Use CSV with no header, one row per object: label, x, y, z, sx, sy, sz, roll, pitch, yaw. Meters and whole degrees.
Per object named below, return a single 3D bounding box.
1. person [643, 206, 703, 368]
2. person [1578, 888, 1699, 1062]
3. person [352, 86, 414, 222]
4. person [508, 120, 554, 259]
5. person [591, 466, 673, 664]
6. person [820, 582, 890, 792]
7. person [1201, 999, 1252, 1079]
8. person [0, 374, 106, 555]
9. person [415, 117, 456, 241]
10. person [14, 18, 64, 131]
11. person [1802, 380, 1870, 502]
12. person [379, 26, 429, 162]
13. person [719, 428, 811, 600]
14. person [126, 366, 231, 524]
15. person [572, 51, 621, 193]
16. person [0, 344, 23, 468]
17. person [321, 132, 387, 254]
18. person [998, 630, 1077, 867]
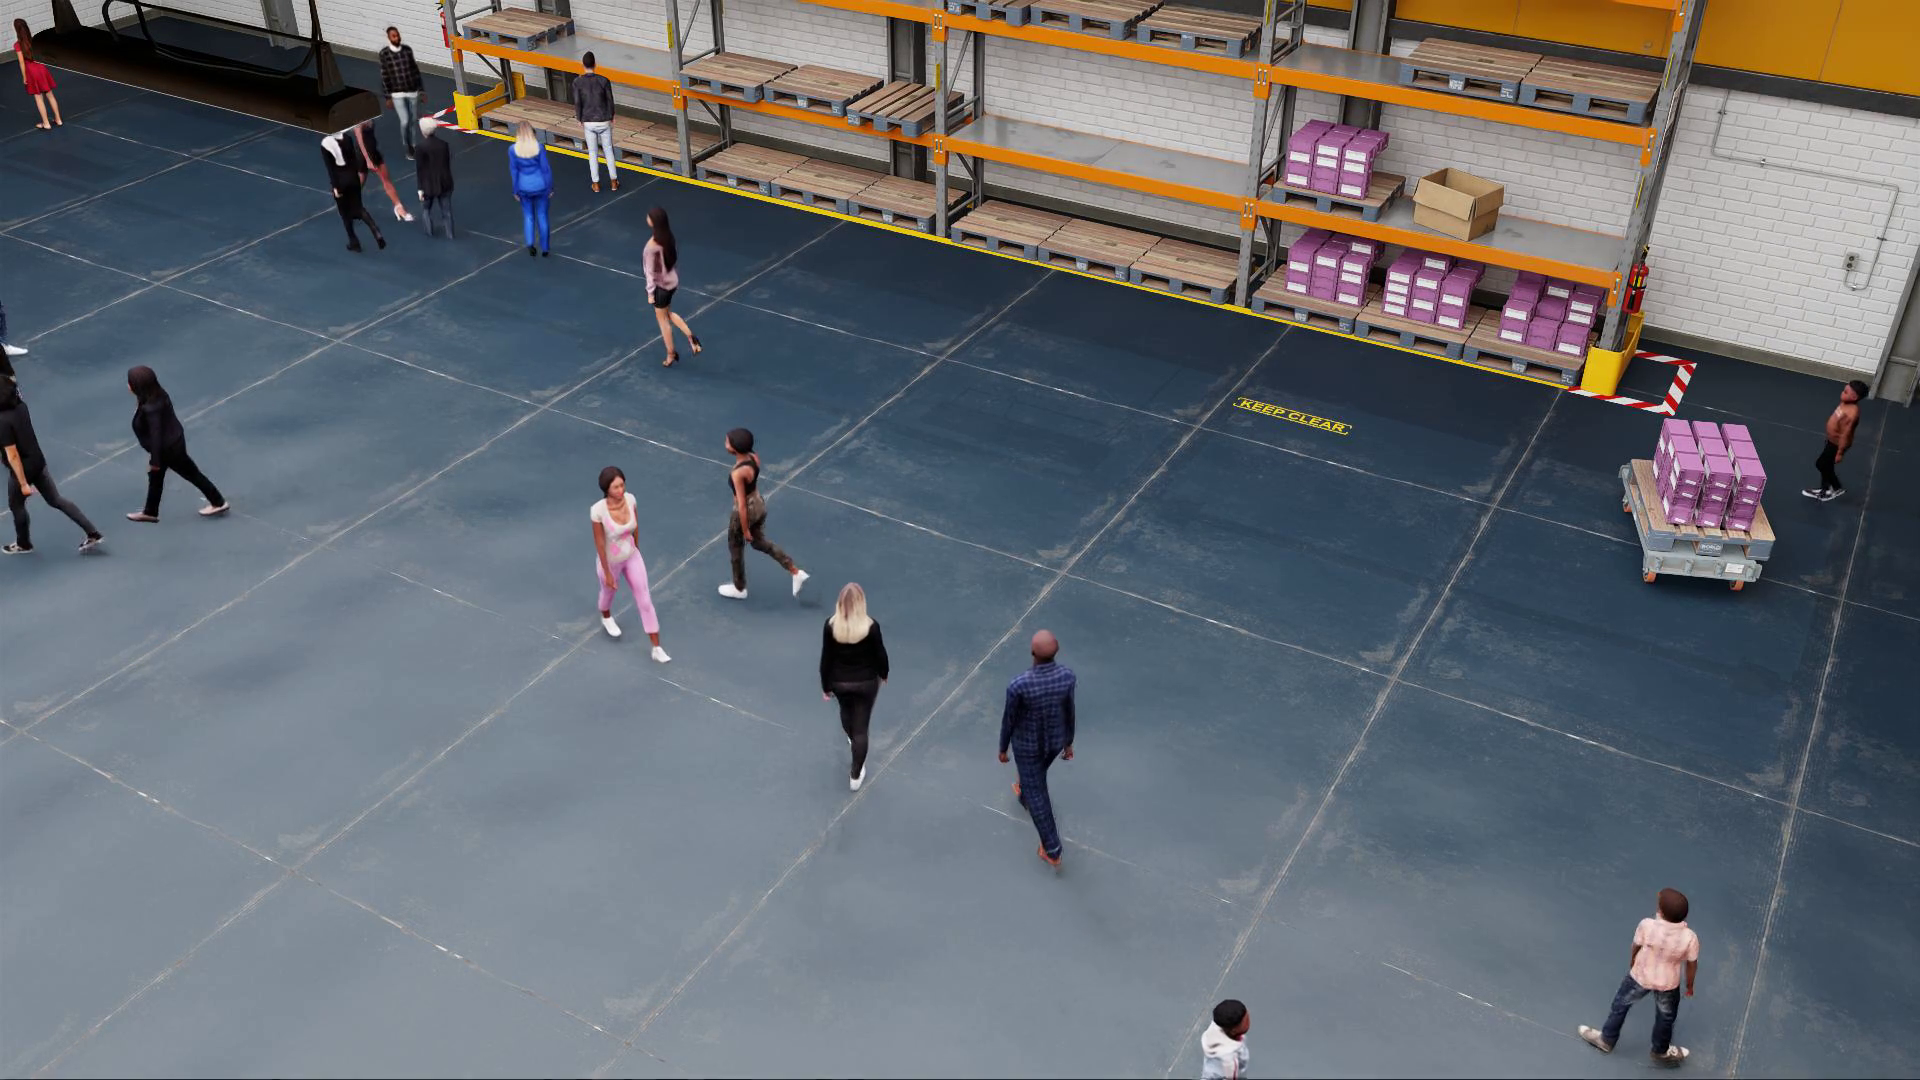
person,-3.005,-2.611,17.397,0.812,1.801,0.710,10,35,14
person,4.202,2.632,9.963,0.531,1.298,0.896,19,38,26
person,-7.458,-4.741,20.654,1.198,1.743,0.864,4,34,6
person,-5.069,-4.109,19.754,0.821,1.687,0.874,-4,34,-5
person,-2.784,0.159,13.328,0.881,1.692,1.220,-23,40,-31
person,-0.778,1.098,11.943,0.971,1.661,0.930,2,34,4
person,1.417,3.061,9.380,0.930,1.230,0.745,0,34,1
person,-8.003,-0.629,14.421,1.259,1.796,1.030,1,34,1
person,-6.433,-4.289,20.458,0.890,1.764,0.855,-23,40,-31
person,-13.179,-6.658,23.709,0.597,1.554,0.539,19,38,26
person,8.148,-0.890,15.310,0.604,1.246,0.577,10,35,15
person,-7.618,-6.109,22.650,0.777,1.812,0.752,-26,41,-33
person,-1.677,-0.182,13.860,1.082,1.673,0.710,10,35,14
person,-7.034,-0.844,14.945,1.106,1.572,1.140,-15,36,-21
person,-4.715,-5.427,21.602,0.721,1.837,0.790,-7,34,-11
person,-9.032,-1.314,15.616,0.790,1.613,0.878,-11,35,-17
person,-7.253,-4.214,19.844,0.956,1.762,0.683,22,39,29
person,0.568,1.425,11.346,1.099,1.778,1.243,-13,36,-19
